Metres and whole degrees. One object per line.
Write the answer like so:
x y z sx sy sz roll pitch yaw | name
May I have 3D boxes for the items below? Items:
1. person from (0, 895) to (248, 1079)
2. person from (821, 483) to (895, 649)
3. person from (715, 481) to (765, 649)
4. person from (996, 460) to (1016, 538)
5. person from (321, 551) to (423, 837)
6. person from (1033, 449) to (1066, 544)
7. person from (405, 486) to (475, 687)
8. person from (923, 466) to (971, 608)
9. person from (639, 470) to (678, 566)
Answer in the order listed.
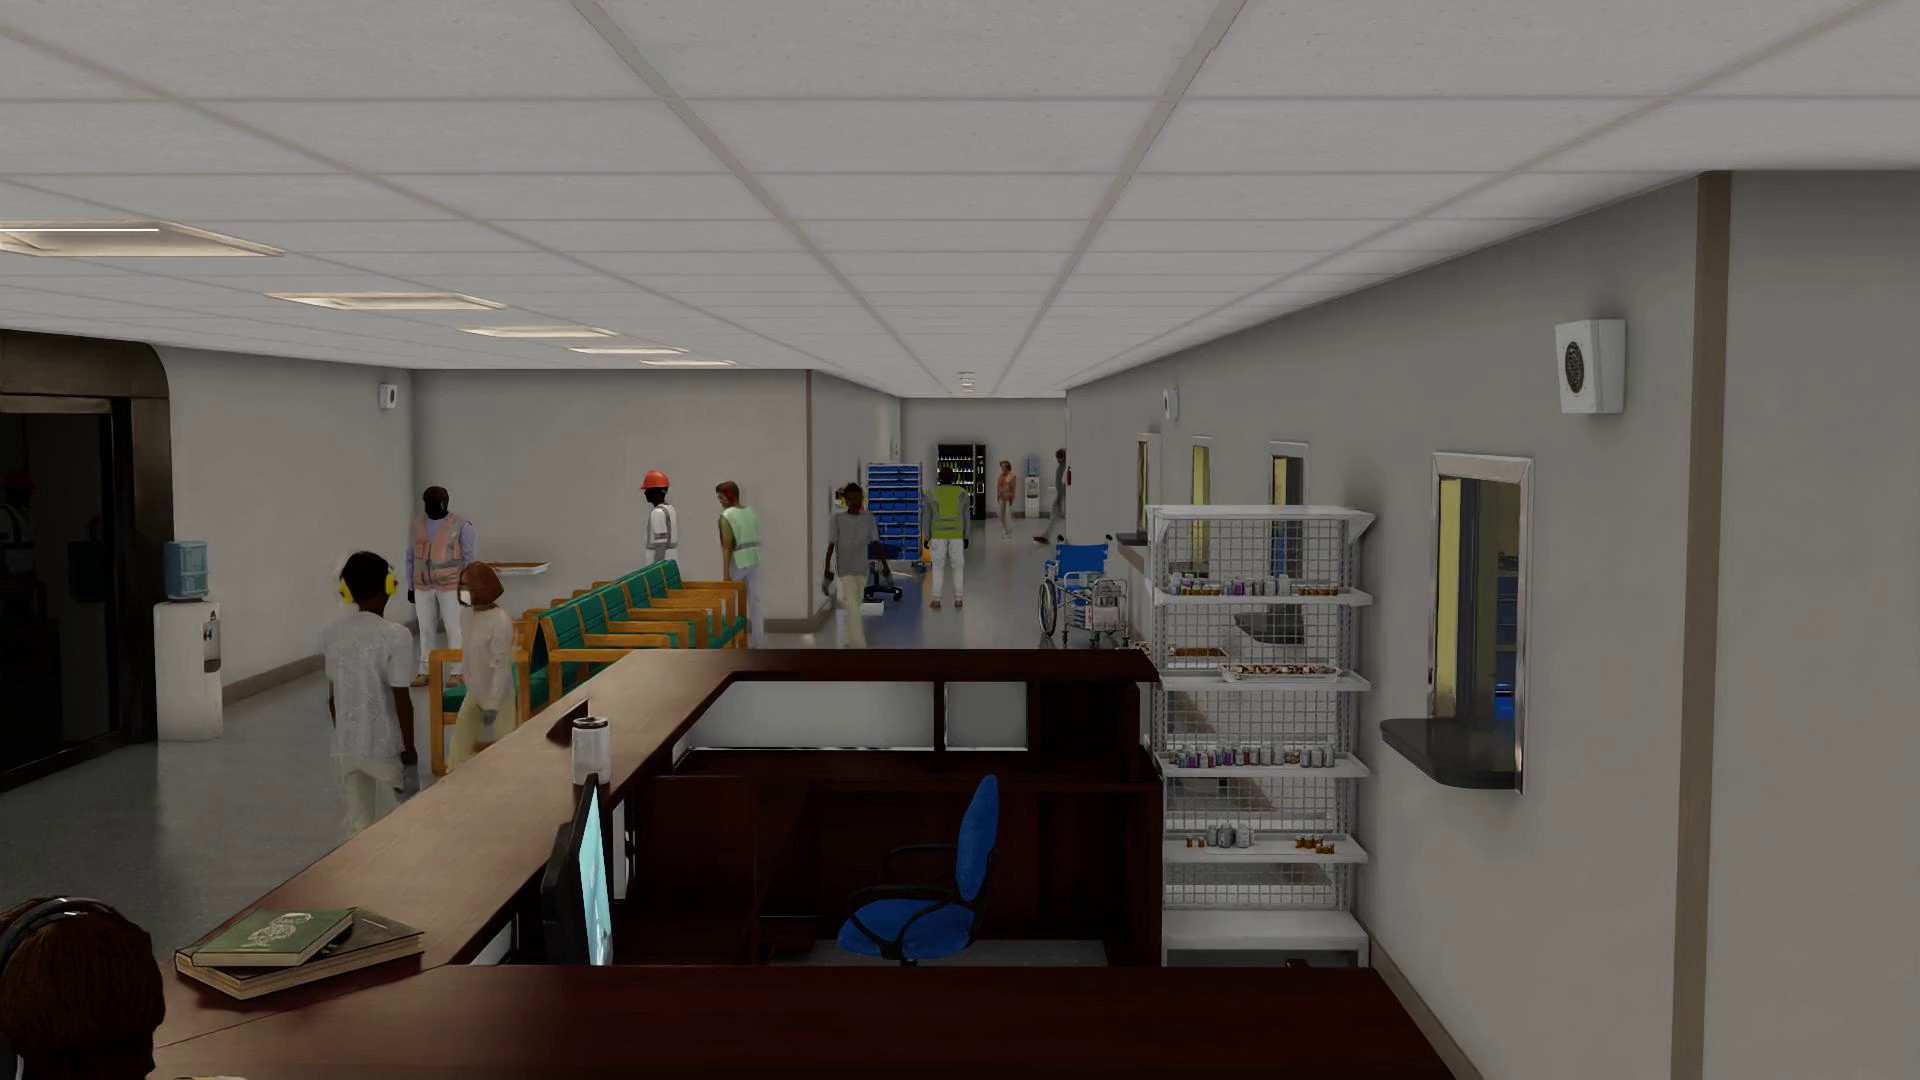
-1.080 1.354 2.068 0.429 1.841 0.634 2 5 27 | person
-0.959 0.356 16.187 0.684 1.816 0.911 -2 5 -31 | person
-2.337 0.299 17.120 0.814 1.796 0.649 3 5 32 | person
0.965 -0.837 34.338 0.513 1.623 0.413 3 5 39 | person
-2.580 0.963 7.542 0.539 1.840 0.591 1 4 19 | person
1.986 -0.842 32.626 1.036 1.885 0.636 -1 4 -12 | person
-4.737 0.426 15.108 0.633 1.839 0.429 0 4 7 | person
-0.176 -0.035 21.562 0.630 1.843 0.429 -1 4 -10 | person
-2.993 0.278 16.504 0.375 1.935 0.551 0 4 2 | person
